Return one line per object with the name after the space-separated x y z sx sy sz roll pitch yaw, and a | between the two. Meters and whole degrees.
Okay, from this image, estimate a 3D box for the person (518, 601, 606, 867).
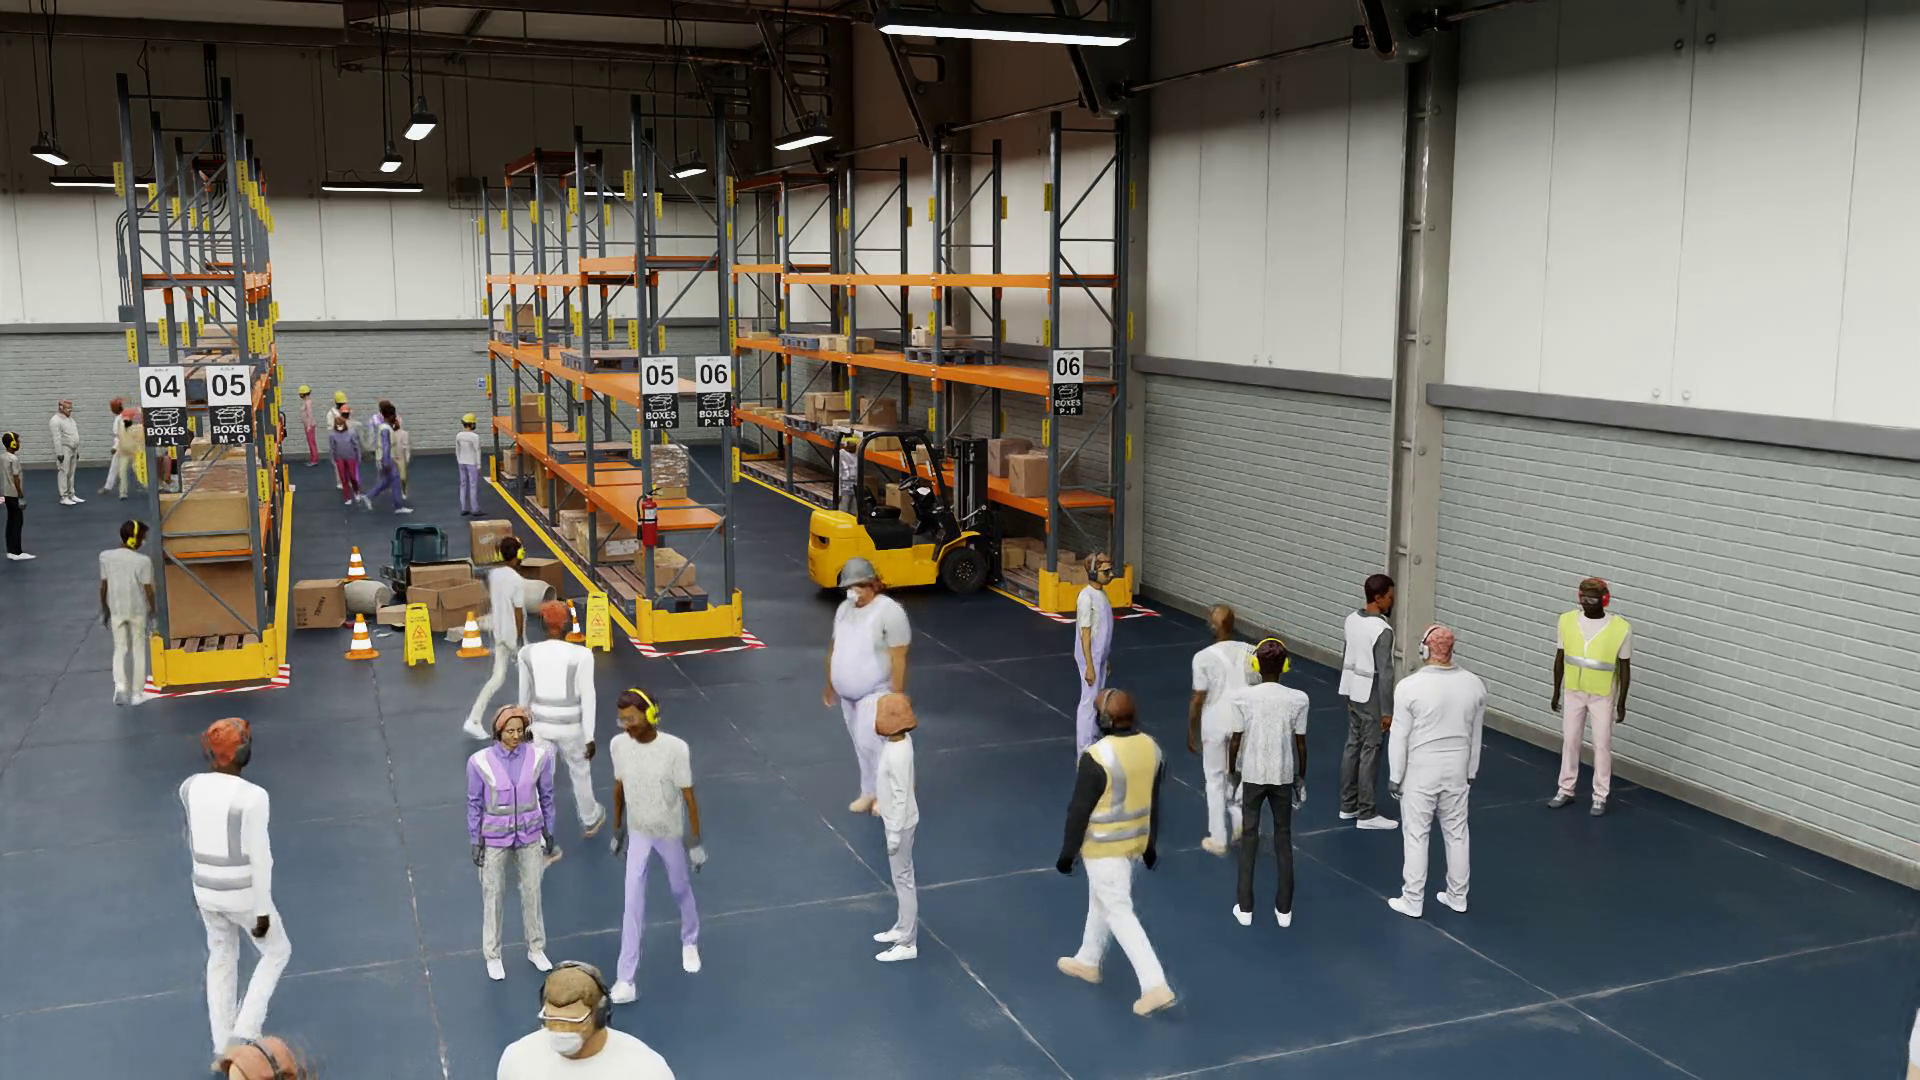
-2.848 1.333 11.898 0.606 1.829 0.969 1 9 8 | person

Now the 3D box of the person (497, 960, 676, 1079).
-1.232 2.299 5.535 0.629 1.930 0.367 2 9 14 | person

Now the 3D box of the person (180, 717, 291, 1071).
-3.759 1.837 8.645 0.585 1.870 0.421 3 10 19 | person

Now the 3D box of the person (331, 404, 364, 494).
-11.484 -1.691 31.234 0.581 1.734 0.672 -4 10 -24 | person

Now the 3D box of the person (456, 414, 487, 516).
-8.445 -1.292 28.651 0.526 1.765 0.329 5 10 29 | person

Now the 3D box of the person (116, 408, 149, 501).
-15.266 -1.596 30.715 0.562 1.721 0.695 1 9 9 | person

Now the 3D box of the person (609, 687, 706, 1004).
-1.767 1.721 9.569 0.631 1.797 0.976 2 9 12 | person

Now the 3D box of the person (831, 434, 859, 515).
-1.657 -0.746 24.984 0.404 1.837 0.590 7 11 37 | person

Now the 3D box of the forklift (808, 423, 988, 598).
-0.830 -0.399 21.676 2.313 2.155 1.214 -4 10 -21 | forklift

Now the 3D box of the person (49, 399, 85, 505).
-16.156 -1.593 30.118 0.407 1.902 0.639 -1 9 -4 | person

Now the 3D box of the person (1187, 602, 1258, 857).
1.869 1.345 11.845 0.540 1.826 0.401 -3 10 -19 | person

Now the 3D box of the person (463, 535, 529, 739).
-4.064 0.864 14.919 0.500 1.823 0.921 6 11 33 | person

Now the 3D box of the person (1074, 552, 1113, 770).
1.135 1.014 13.879 0.345 1.846 0.508 3 10 19 | person

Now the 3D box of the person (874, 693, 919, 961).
-0.390 1.725 10.066 0.281 1.634 0.498 0 9 -2 | person

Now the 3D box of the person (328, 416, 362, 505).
-11.094 -1.437 30.017 0.534 1.608 0.386 -1 9 -9 | person

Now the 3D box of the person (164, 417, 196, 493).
-12.505 -1.113 26.708 0.410 2.028 0.621 4 10 24 | person

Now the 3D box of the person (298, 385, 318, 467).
-14.143 -2.471 36.071 0.329 1.765 0.526 -4 10 -26 | person

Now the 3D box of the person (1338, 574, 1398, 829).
3.056 1.201 12.476 0.370 1.915 0.597 -2 9 -15 | person

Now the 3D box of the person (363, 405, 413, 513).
-9.989 -1.402 28.940 0.773 1.896 0.610 -3 9 -16 | person

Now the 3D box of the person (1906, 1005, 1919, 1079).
4.273 2.177 7.049 0.903 1.677 0.571 6 11 35 | person

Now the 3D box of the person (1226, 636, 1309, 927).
1.949 1.534 10.568 0.507 1.863 0.326 1 9 6 | person

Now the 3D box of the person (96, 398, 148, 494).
-15.831 -1.776 31.485 0.949 1.839 0.575 -8 12 -41 | person

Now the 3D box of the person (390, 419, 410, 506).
-10.197 -1.448 30.065 0.518 1.618 0.502 -2 9 -9 | person

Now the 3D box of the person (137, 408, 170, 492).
-15.344 -1.907 31.837 0.699 2.020 0.667 6 11 33 | person

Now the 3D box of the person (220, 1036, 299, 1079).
-2.311 2.445 5.597 0.526 1.617 0.538 7 11 36 | person

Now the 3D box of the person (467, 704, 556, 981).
-2.641 1.767 9.815 0.514 1.634 0.313 -5 10 -29 | person

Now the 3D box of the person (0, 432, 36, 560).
-13.772 -0.634 24.222 0.497 1.862 0.326 7 12 39 | person

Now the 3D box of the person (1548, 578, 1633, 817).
4.846 1.189 12.773 0.566 1.844 0.381 8 12 40 | person

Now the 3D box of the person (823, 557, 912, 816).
-0.738 1.099 12.727 0.694 2.000 0.537 9 12 43 | person

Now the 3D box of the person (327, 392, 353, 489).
-12.013 -1.933 32.310 0.574 1.892 0.624 6 11 31 | person

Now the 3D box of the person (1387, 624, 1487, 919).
3.053 1.487 10.759 0.640 1.899 0.397 -2 9 -15 | person

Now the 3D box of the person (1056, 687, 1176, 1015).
0.920 1.743 9.448 0.920 1.810 0.650 8 12 41 | person

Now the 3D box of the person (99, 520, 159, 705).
-7.940 0.702 15.885 0.561 1.832 0.552 -1 9 -7 | person

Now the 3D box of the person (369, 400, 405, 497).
-10.695 -1.710 31.100 0.628 1.829 0.438 -4 10 -26 | person
